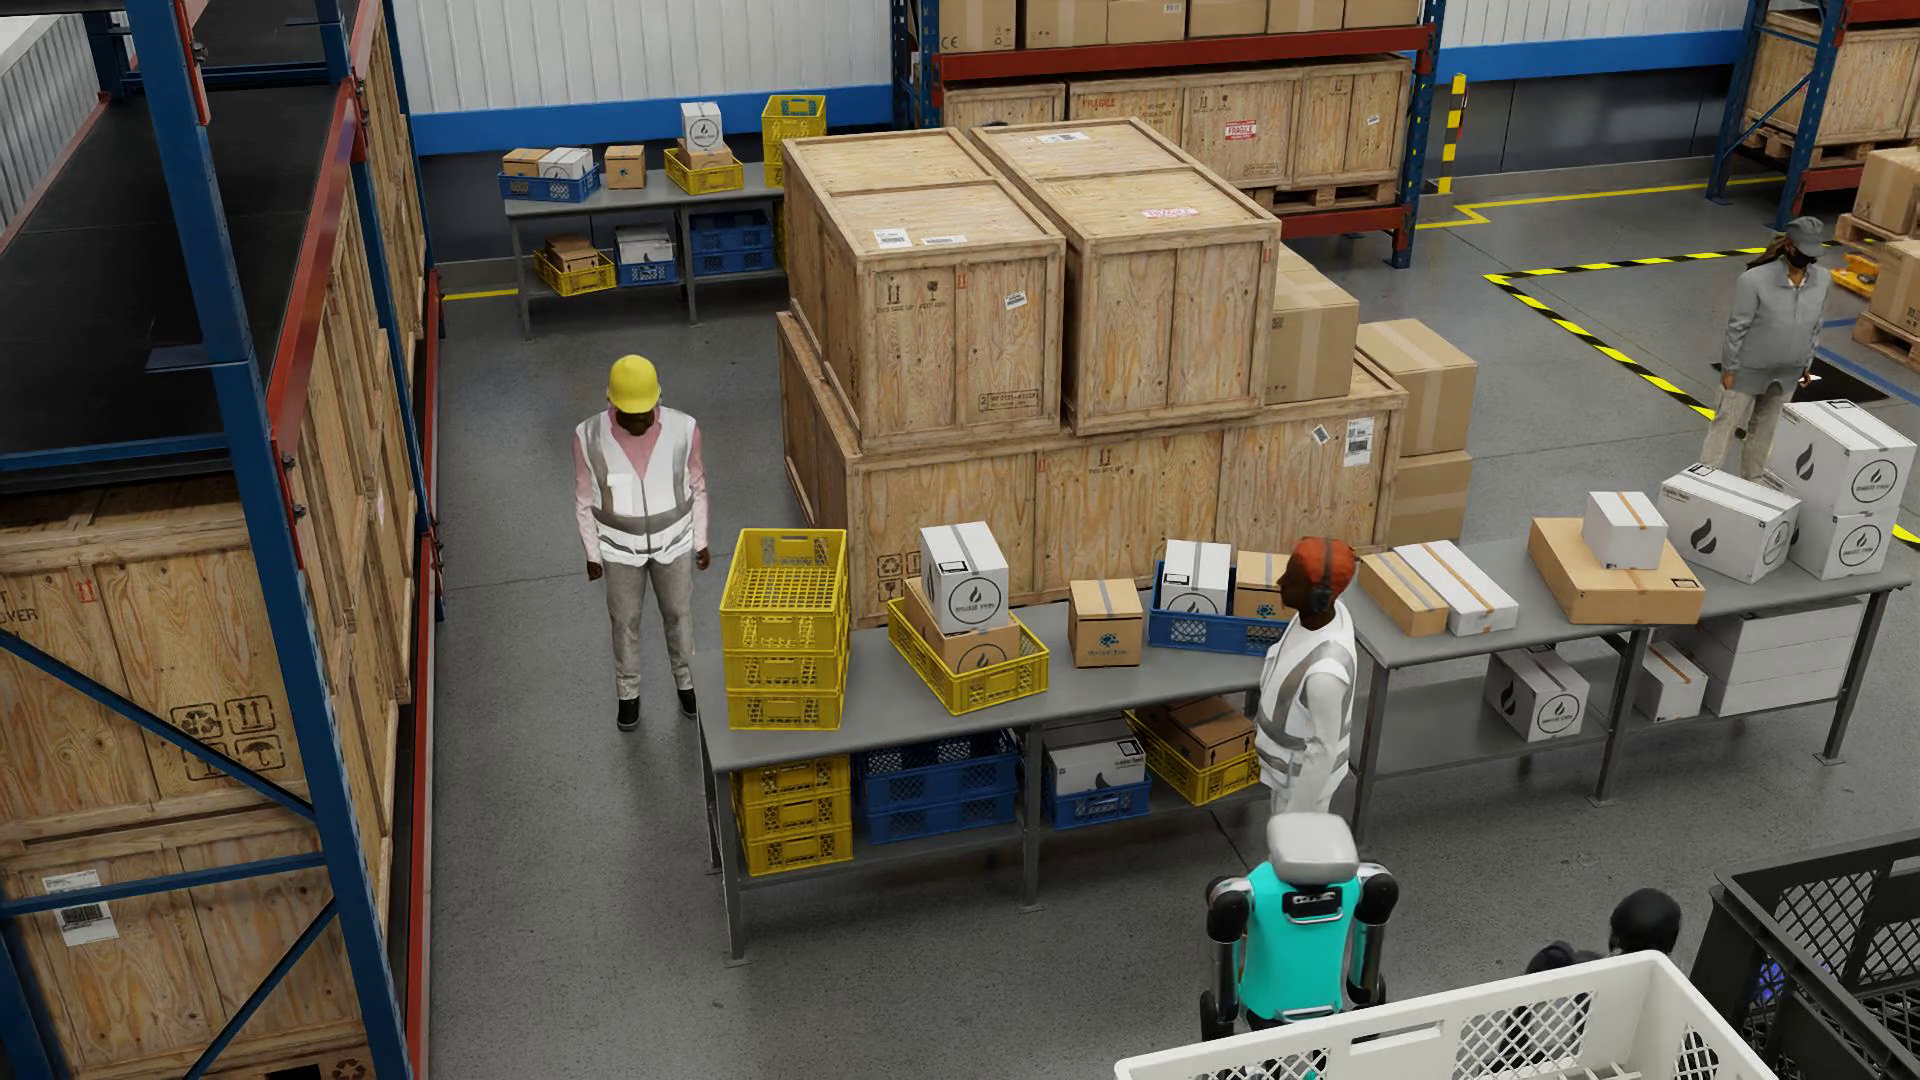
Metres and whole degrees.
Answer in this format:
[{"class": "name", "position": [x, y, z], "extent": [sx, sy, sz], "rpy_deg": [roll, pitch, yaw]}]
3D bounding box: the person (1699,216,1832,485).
[{"class": "person", "position": [4.512, -0.976, 9.337], "extent": [0.561, 1.764, 0.401], "rpy_deg": [-4, 29, -8]}]

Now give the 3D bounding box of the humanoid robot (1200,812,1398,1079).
[{"class": "humanoid robot", "position": [0.965, 1.602, 4.580], "extent": [0.530, 1.694, 0.737], "rpy_deg": [-5, 29, -9]}]

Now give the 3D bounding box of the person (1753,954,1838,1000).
[{"class": "person", "position": [1.813, 1.806, 4.105], "extent": [0.451, 1.937, 0.652], "rpy_deg": [-6, 29, -10]}]

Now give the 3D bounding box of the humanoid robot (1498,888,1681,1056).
[{"class": "humanoid robot", "position": [1.747, 1.660, 4.690], "extent": [0.602, 1.632, 0.731], "rpy_deg": [26, 38, 38]}]

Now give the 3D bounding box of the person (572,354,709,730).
[{"class": "person", "position": [-1.412, 0.009, 7.479], "extent": [0.585, 1.833, 0.404], "rpy_deg": [-8, 30, -14]}]

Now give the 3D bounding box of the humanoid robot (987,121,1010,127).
[{"class": "humanoid robot", "position": [0.289, -2.058, 11.397], "extent": [0.557, 1.647, 0.588], "rpy_deg": [-8, 30, -15]}]

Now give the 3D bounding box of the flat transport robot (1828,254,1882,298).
[{"class": "flat transport robot", "position": [7.520, -2.076, 12.856], "extent": [1.431, 0.197, 0.652], "rpy_deg": [-7, 30, -13]}]

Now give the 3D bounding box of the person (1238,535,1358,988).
[{"class": "person", "position": [1.200, 0.819, 5.957], "extent": [0.357, 1.884, 0.571], "rpy_deg": [3, 29, 6]}]
